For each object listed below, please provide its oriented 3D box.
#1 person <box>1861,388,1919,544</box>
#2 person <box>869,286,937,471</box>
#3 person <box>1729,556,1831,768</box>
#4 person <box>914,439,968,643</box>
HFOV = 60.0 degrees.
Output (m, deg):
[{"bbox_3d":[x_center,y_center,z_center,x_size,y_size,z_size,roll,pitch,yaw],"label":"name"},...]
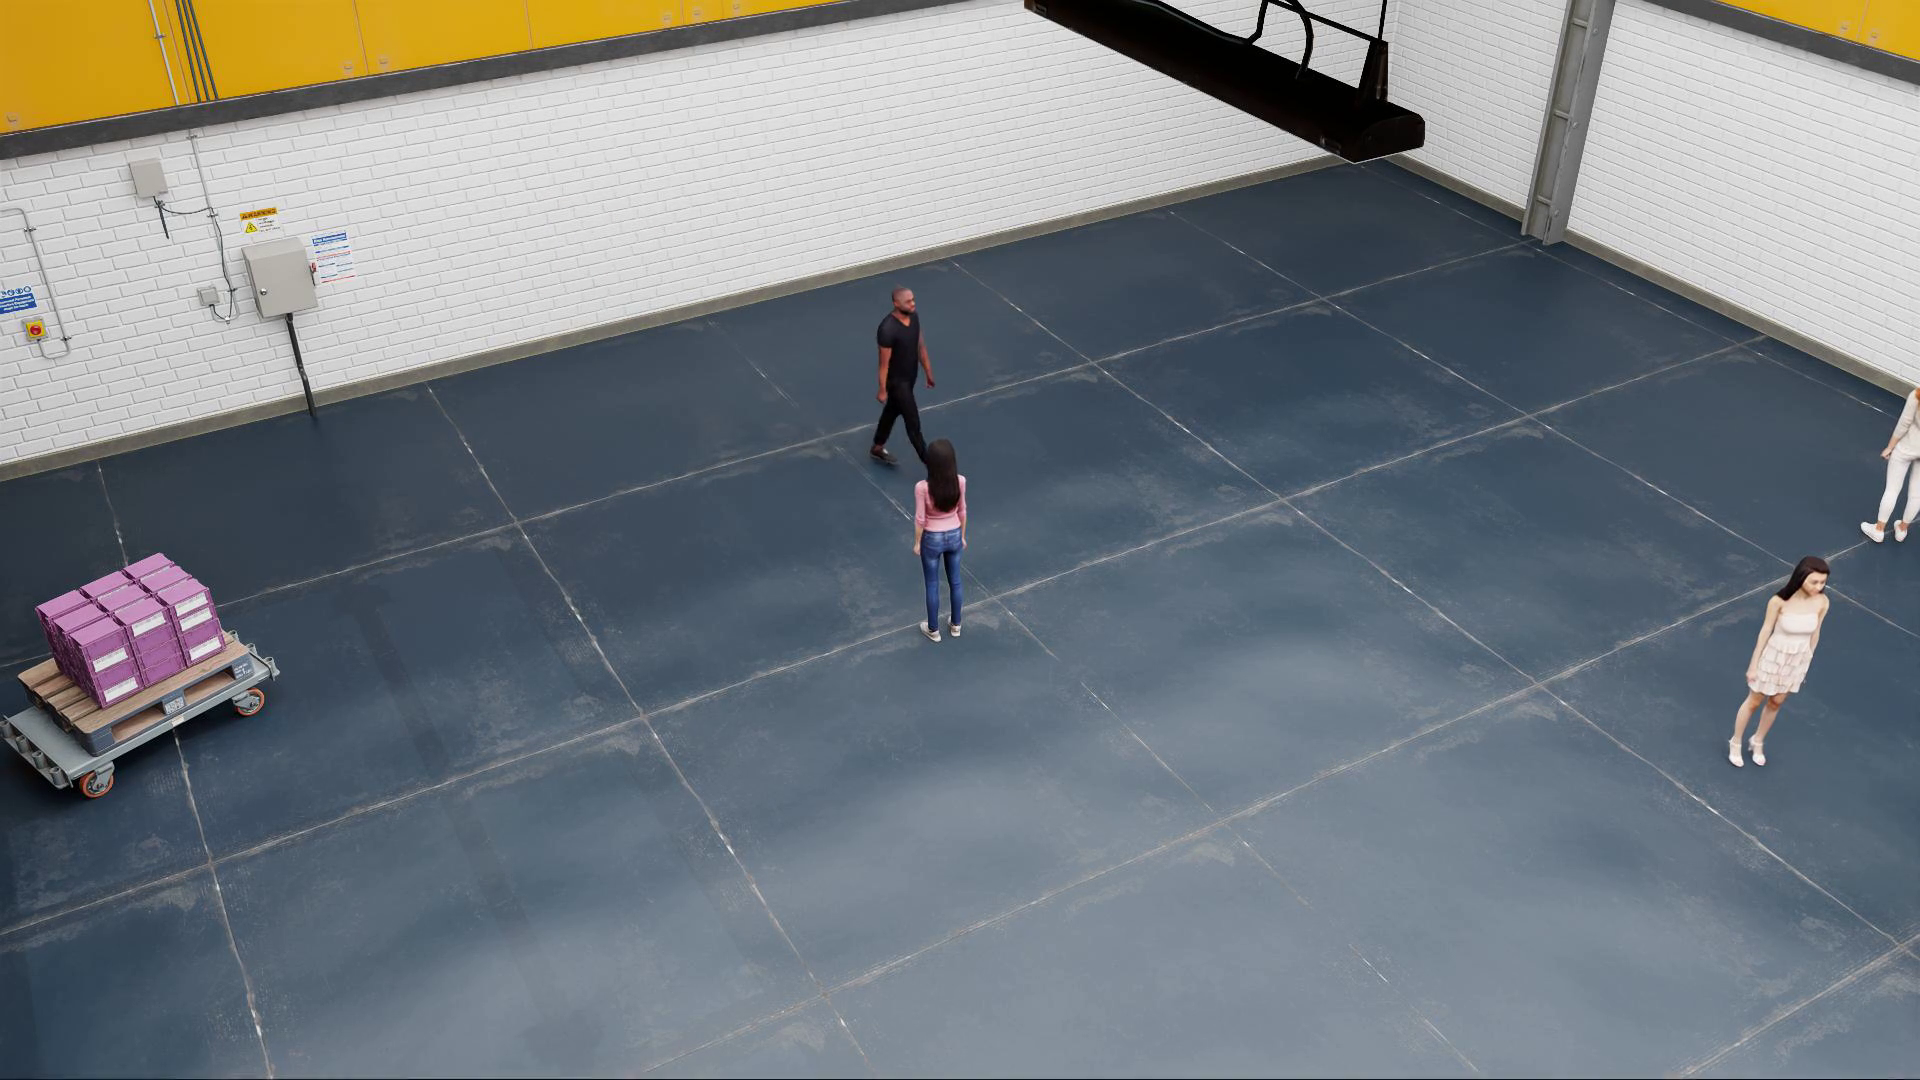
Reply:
[{"bbox_3d":[7.863,-0.738,13.666,0.697,1.707,0.734,4,34,6],"label":"person"},{"bbox_3d":[-0.596,-1.408,14.613,1.265,1.774,1.050,18,38,25],"label":"person"},{"bbox_3d":[5.548,0.830,11.282,0.645,1.734,0.673,1,34,2],"label":"person"},{"bbox_3d":[-0.142,-0.005,12.530,0.598,1.744,0.560,-12,35,-17],"label":"person"}]
